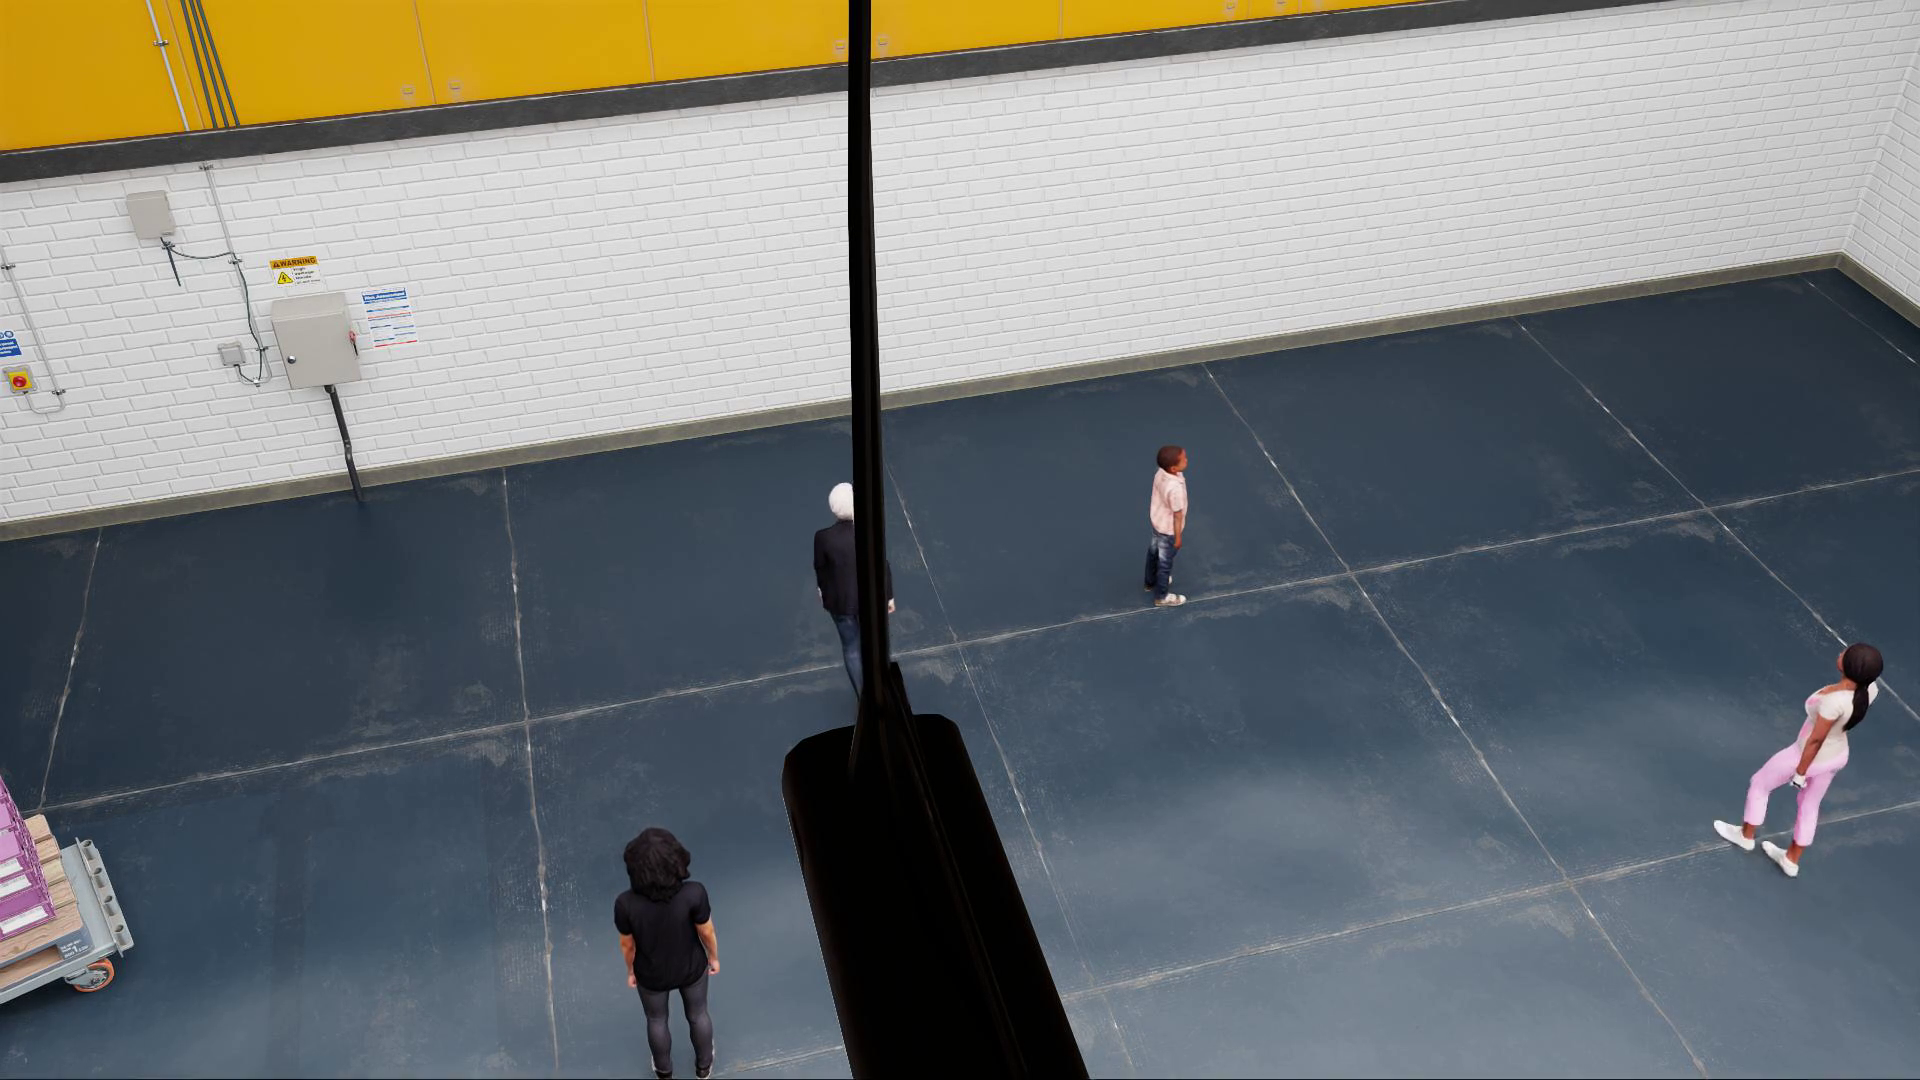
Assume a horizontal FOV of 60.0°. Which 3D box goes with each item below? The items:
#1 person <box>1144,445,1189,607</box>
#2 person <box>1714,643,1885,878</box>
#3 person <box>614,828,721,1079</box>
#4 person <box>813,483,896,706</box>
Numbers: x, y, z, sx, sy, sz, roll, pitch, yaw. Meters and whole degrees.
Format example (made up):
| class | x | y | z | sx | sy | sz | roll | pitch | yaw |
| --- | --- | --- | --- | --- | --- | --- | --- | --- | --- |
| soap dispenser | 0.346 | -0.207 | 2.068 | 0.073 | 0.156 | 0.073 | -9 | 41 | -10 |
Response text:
| class | x | y | z | sx | sy | sz | roll | pitch | yaw |
| --- | --- | --- | --- | --- | --- | --- | --- | --- | --- |
| person | 1.442 | -0.122 | 11.643 | 0.562 | 1.307 | 0.405 | -11 | 40 | -13 |
| person | 4.966 | 1.299 | 9.527 | 0.671 | 1.728 | 0.791 | -18 | 42 | -21 |
| person | -1.468 | 2.141 | 8.393 | 0.631 | 1.827 | 0.534 | -8 | 39 | -9 |
| person | -0.616 | 0.418 | 10.639 | 0.830 | 1.756 | 0.965 | -4 | 39 | -5 |
